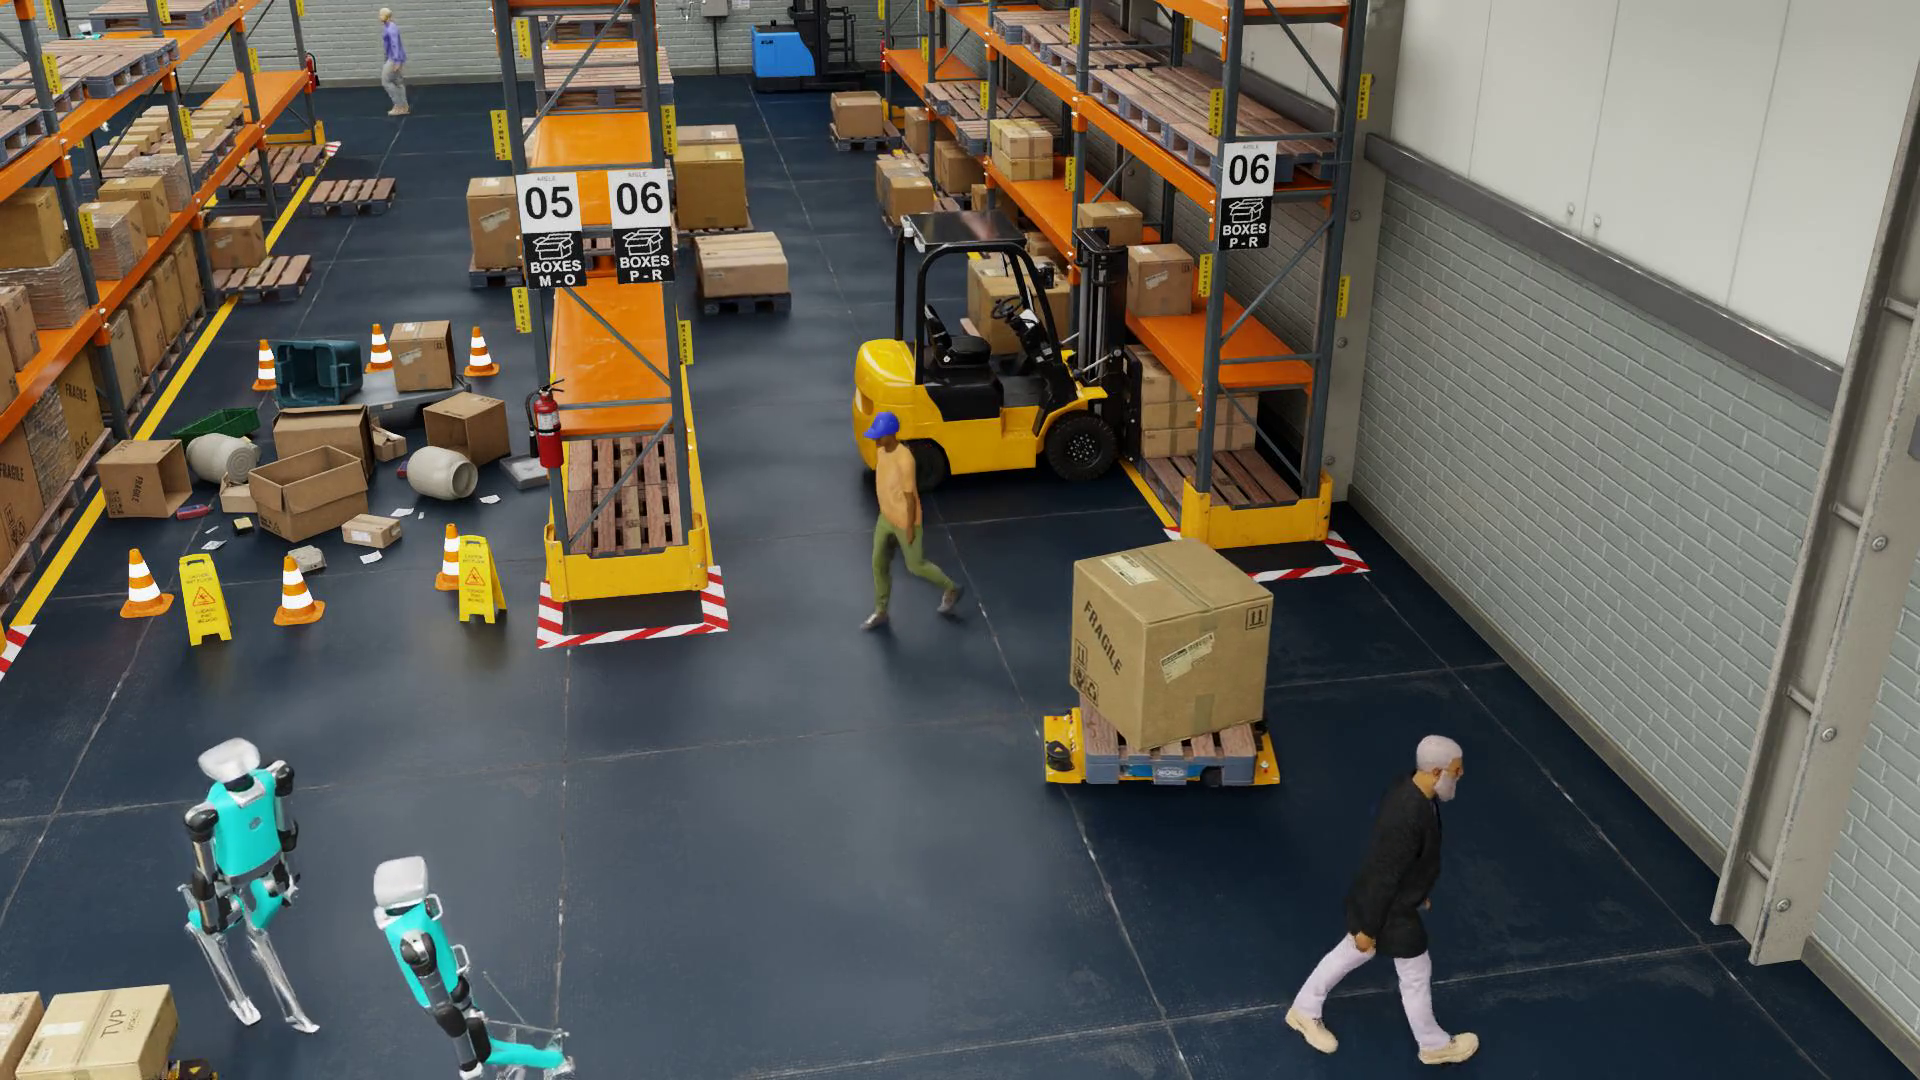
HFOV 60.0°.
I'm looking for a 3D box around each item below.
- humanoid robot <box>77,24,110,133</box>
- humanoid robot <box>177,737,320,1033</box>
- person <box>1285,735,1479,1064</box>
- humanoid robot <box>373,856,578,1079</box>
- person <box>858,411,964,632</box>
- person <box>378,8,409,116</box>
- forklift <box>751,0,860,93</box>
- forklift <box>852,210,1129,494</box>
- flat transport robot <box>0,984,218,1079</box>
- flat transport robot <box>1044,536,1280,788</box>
[{"bbox_3d":[-14.124,-7.532,27.122,0.546,1.745,0.960,-23,34,-39],"label":"humanoid robot"},{"bbox_3d":[-3.515,1.661,7.975,0.834,1.761,0.540,16,30,29],"label":"humanoid robot"},{"bbox_3d":[2.041,1.706,7.828,0.896,1.807,0.531,4,26,7],"label":"person"},{"bbox_3d":[-1.984,2.061,7.192,0.846,1.796,0.561,-13,28,-24],"label":"humanoid robot"},{"bbox_3d":[-0.357,-0.165,11.826,0.744,1.687,0.455,-18,31,-33],"label":"person"},{"bbox_3d":[-9.693,-8.145,28.336,0.530,1.784,0.610,-7,27,-14],"label":"person"},{"bbox_3d":[-2.872,-9.679,30.288,1.873,2.768,1.129,-5,26,-10],"label":"forklift"},{"bbox_3d":[0.216,-1.659,14.366,2.313,2.155,1.214,-5,26,-10],"label":"forklift"},{"bbox_3d":[-4.077,2.760,7.382,1.431,0.231,0.659,-10,27,-19],"label":"flat transport robot"},{"bbox_3d":[1.250,1.283,10.458,1.431,0.231,0.659,1,26,1],"label":"flat transport robot"}]
